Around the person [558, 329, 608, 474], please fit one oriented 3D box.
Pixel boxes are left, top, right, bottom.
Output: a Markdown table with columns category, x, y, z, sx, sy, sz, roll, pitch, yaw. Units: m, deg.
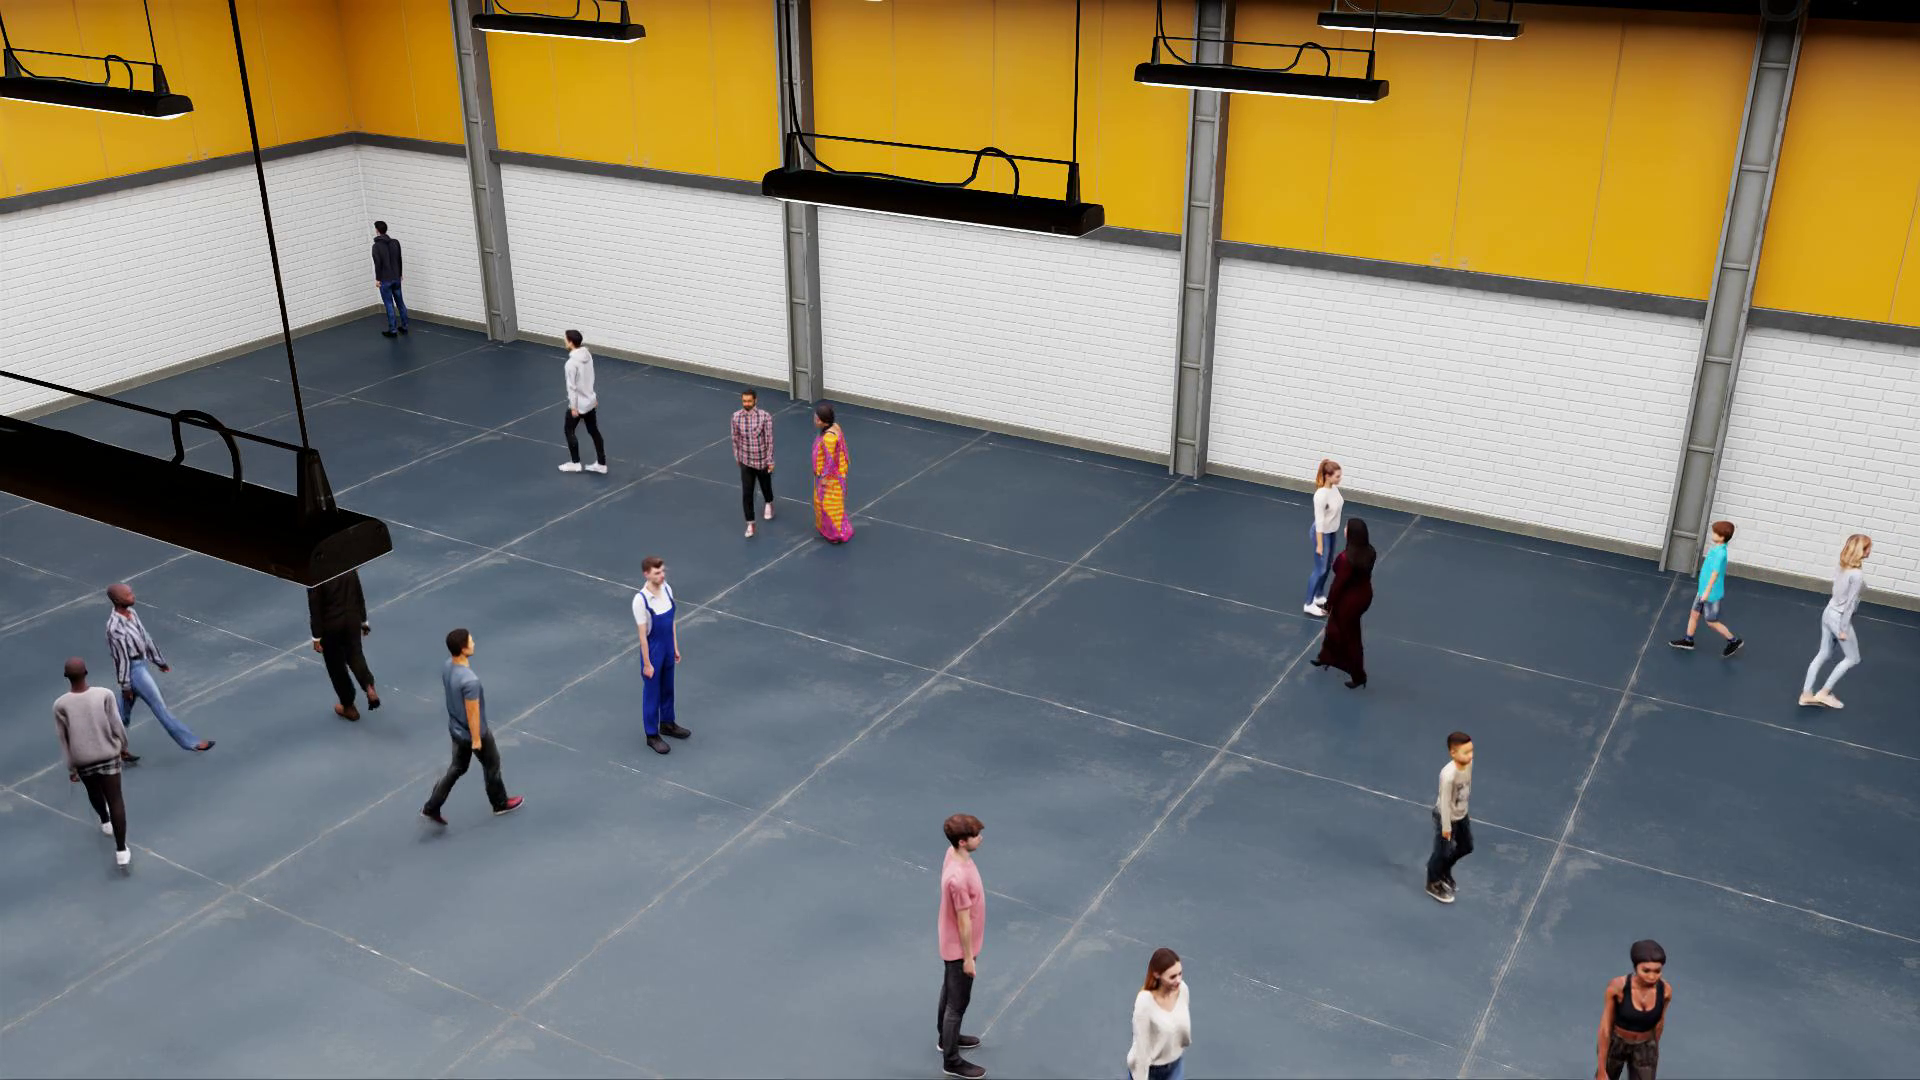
| category | x | y | z | sx | sy | sz | roll | pitch | yaw |
| --- | --- | --- | --- | --- | --- | --- | --- | --- | --- |
| person | -4.724 | -1.739 | 21.190 | 0.912 | 1.906 | 0.807 | 8 | 25 | 18 |

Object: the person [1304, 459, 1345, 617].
| category | x | y | z | sx | sy | sz | roll | pitch | yaw |
| --- | --- | --- | --- | --- | --- | --- | --- | --- | --- |
| person | 3.830 | -0.044 | 17.540 | 0.520 | 1.725 | 0.617 | 14 | 27 | 29 |

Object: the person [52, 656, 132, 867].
| category | x | y | z | sx | sy | sz | roll | pitch | yaw |
| --- | --- | --- | --- | --- | --- | --- | --- | --- | --- |
| person | -6.905 | 1.799 | 13.321 | 1.040 | 1.727 | 1.254 | -12 | 26 | -25 |

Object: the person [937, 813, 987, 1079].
| category | x | y | z | sx | sy | sz | roll | pitch | yaw |
| --- | --- | --- | --- | --- | --- | --- | --- | --- | --- |
| person | -0.013 | 2.663 | 11.058 | 0.736 | 1.957 | 0.715 | -2 | 24 | -5 |

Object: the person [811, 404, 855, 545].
| category | x | y | z | sx | sy | sz | roll | pitch | yaw |
| --- | --- | --- | --- | --- | --- | --- | --- | --- | --- |
| person | -1.537 | -0.823 | 19.383 | 0.952 | 1.677 | 0.955 | 6 | 24 | 14 |

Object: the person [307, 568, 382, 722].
| category | x | y | z | sx | sy | sz | roll | pitch | yaw |
| --- | --- | --- | --- | --- | --- | --- | --- | --- | --- |
| person | -5.668 | 0.830 | 15.331 | 0.896 | 1.894 | 0.796 | 20 | 30 | 38 |

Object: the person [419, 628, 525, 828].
| category | x | y | z | sx | sy | sz | roll | pitch | yaw |
| --- | --- | --- | --- | --- | --- | --- | --- | --- | --- |
| person | -4.150 | 1.587 | 13.737 | 0.963 | 1.783 | 1.136 | -20 | 31 | -38 |

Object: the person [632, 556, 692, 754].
| category | x | y | z | sx | sy | sz | roll | pitch | yaw |
| --- | --- | --- | --- | --- | --- | --- | --- | --- | --- |
| person | -2.730 | 0.993 | 15.011 | 0.548 | 1.850 | 0.616 | 14 | 27 | 28 |

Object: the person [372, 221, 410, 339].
| category | x | y | z | sx | sy | sz | roll | pitch | yaw |
| --- | --- | --- | --- | --- | --- | --- | --- | --- | --- |
| person | -9.225 | -4.231 | 26.906 | 0.578 | 1.895 | 0.678 | 15 | 28 | 31 |

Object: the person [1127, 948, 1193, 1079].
| category | x | y | z | sx | sy | sz | roll | pitch | yaw |
| --- | --- | --- | --- | --- | --- | --- | --- | --- | --- |
| person | 1.142 | 3.197 | 10.199 | 0.919 | 1.667 | 1.104 | -14 | 27 | -30 |

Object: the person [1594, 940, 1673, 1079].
| category | x | y | z | sx | sy | sz | roll | pitch | yaw |
| --- | --- | --- | --- | --- | --- | --- | --- | --- | --- |
| person | 4.110 | 3.138 | 10.338 | 1.060 | 1.663 | 0.912 | 3 | 24 | 7 |

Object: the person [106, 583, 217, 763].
| category | x | y | z | sx | sy | sz | roll | pitch | yaw |
| --- | --- | --- | --- | --- | --- | --- | --- | --- | --- |
| person | -7.361 | 1.214 | 14.636 | 1.206 | 1.747 | 1.156 | -7 | 25 | -15 |

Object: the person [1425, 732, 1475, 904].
| category | x | y | z | sx | sy | sz | roll | pitch | yaw |
| --- | --- | --- | --- | --- | --- | --- | --- | --- | --- |
| person | 3.760 | 2.120 | 12.931 | 0.621 | 1.452 | 0.600 | -21 | 31 | -40 |

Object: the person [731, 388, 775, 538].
| category | x | y | z | sx | sy | sz | roll | pitch | yaw |
| --- | --- | --- | --- | --- | --- | --- | --- | --- | --- |
| person | -2.397 | -0.975 | 19.637 | 1.128 | 1.751 | 1.046 | 1 | 24 | 3 |

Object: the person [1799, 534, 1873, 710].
| category | x | y | z | sx | sy | sz | roll | pitch | yaw |
| --- | --- | --- | --- | --- | --- | --- | --- | --- | --- |
| person | 8.151 | 0.777 | 15.598 | 0.755 | 1.776 | 0.720 | 3 | 24 | 7 |

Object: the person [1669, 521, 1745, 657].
| category | x | y | z | sx | sy | sz | roll | pitch | yaw |
| --- | --- | --- | --- | --- | --- | --- | --- | --- | --- |
| person | 7.601 | 0.503 | 16.655 | 0.947 | 1.432 | 0.664 | 7 | 24 | 15 |

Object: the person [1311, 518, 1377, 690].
| category | x | y | z | sx | sy | sz | roll | pitch | yaw |
| --- | --- | --- | --- | --- | --- | --- | --- | --- | --- |
| person | 3.845 | 0.643 | 15.962 | 0.923 | 1.729 | 0.737 | 16 | 28 | 33 |
